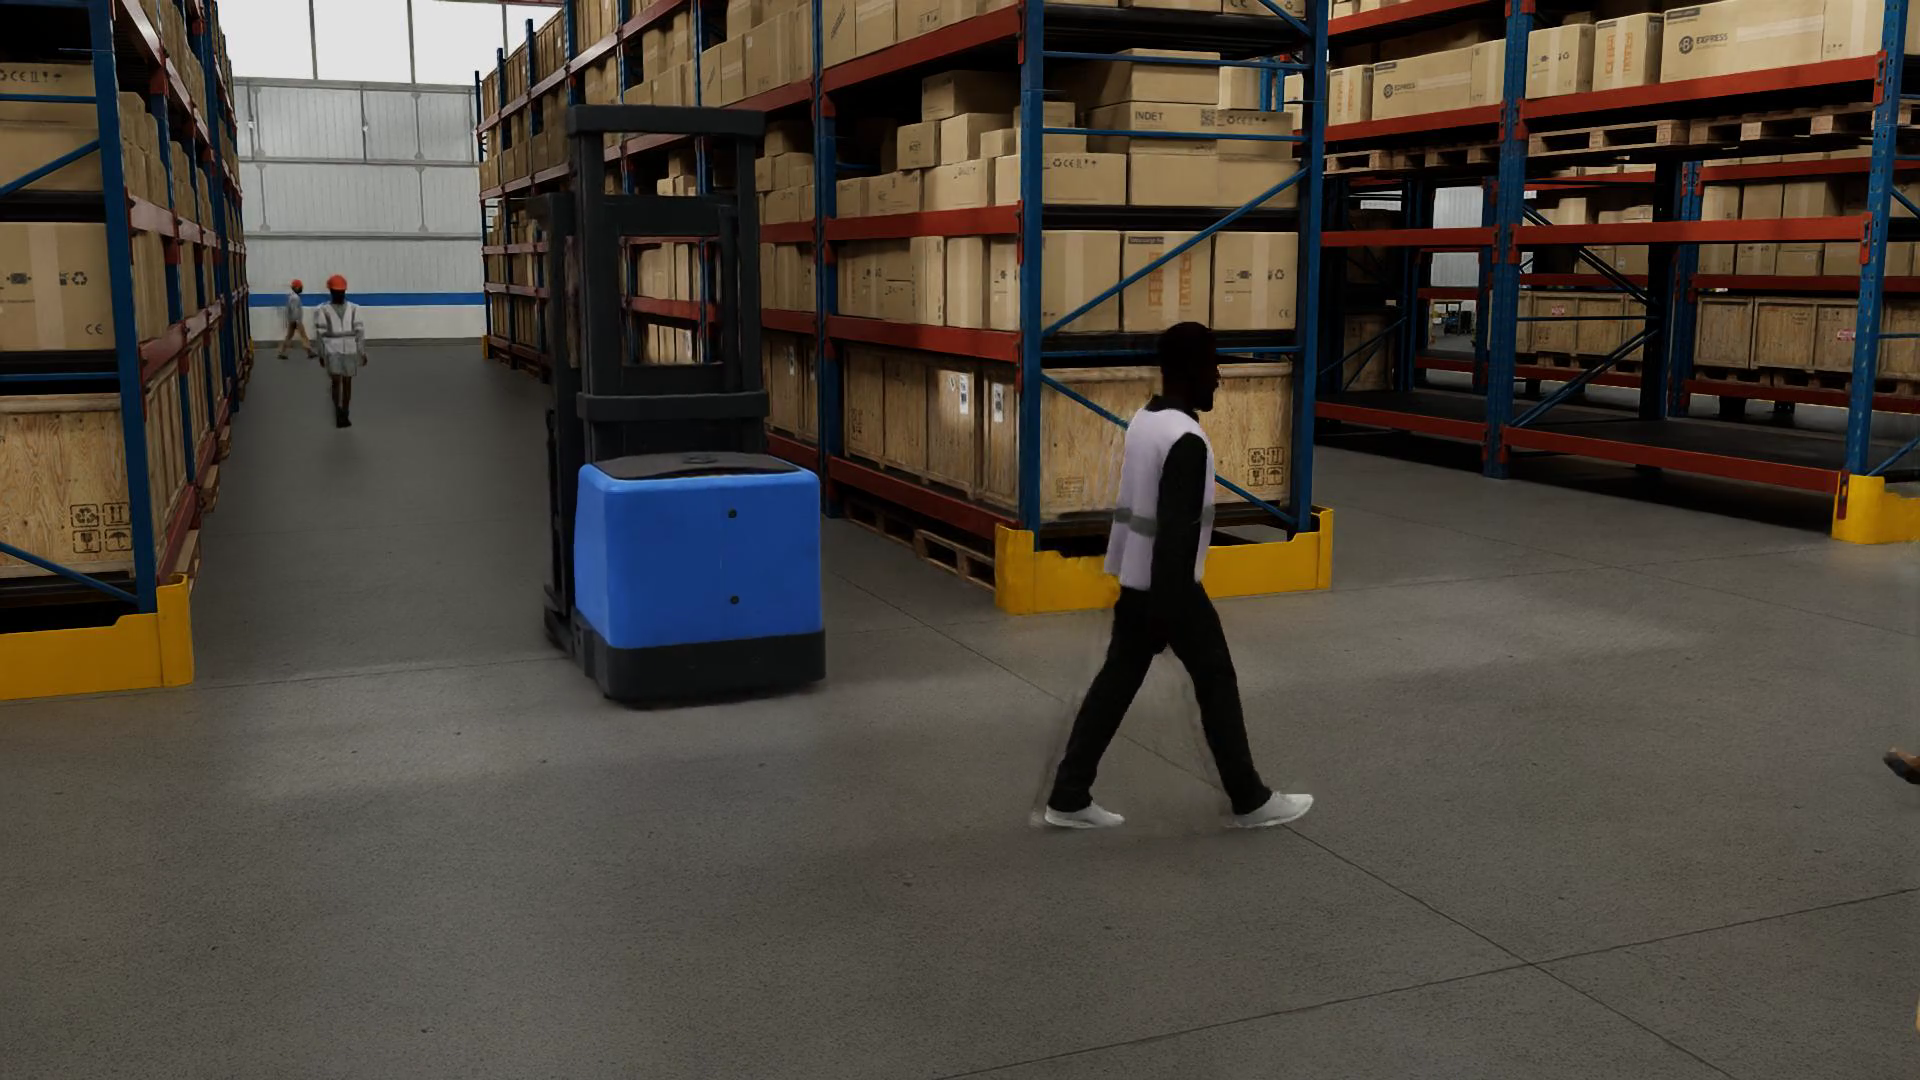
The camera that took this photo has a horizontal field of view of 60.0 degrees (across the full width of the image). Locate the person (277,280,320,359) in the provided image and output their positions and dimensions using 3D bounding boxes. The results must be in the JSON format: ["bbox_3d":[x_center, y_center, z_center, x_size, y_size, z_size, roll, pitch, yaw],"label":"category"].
[{"bbox_3d":[-14.254,-4.717,35.646,0.909,1.704,0.581,-6,11,-30],"label":"person"}]

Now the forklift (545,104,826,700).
[{"bbox_3d":[-1.451,-0.761,8.419,1.129,2.768,1.873,-4,10,-22],"label":"forklift"}]

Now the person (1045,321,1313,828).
[{"bbox_3d":[0.769,0.150,6.017,0.992,1.864,0.592,-3,10,-15],"label":"person"}]

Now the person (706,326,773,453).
[{"bbox_3d":[-1.624,-0.751,12.113,0.546,1.623,0.373,-4,10,-25],"label":"person"}]

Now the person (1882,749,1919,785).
[{"bbox_3d":[4.034,0.083,6.054,1.051,1.978,0.637,2,10,13],"label":"person"}]

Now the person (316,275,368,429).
[{"bbox_3d":[-7.727,-2.355,20.853,0.551,1.905,0.792,-7,12,-35],"label":"person"}]
